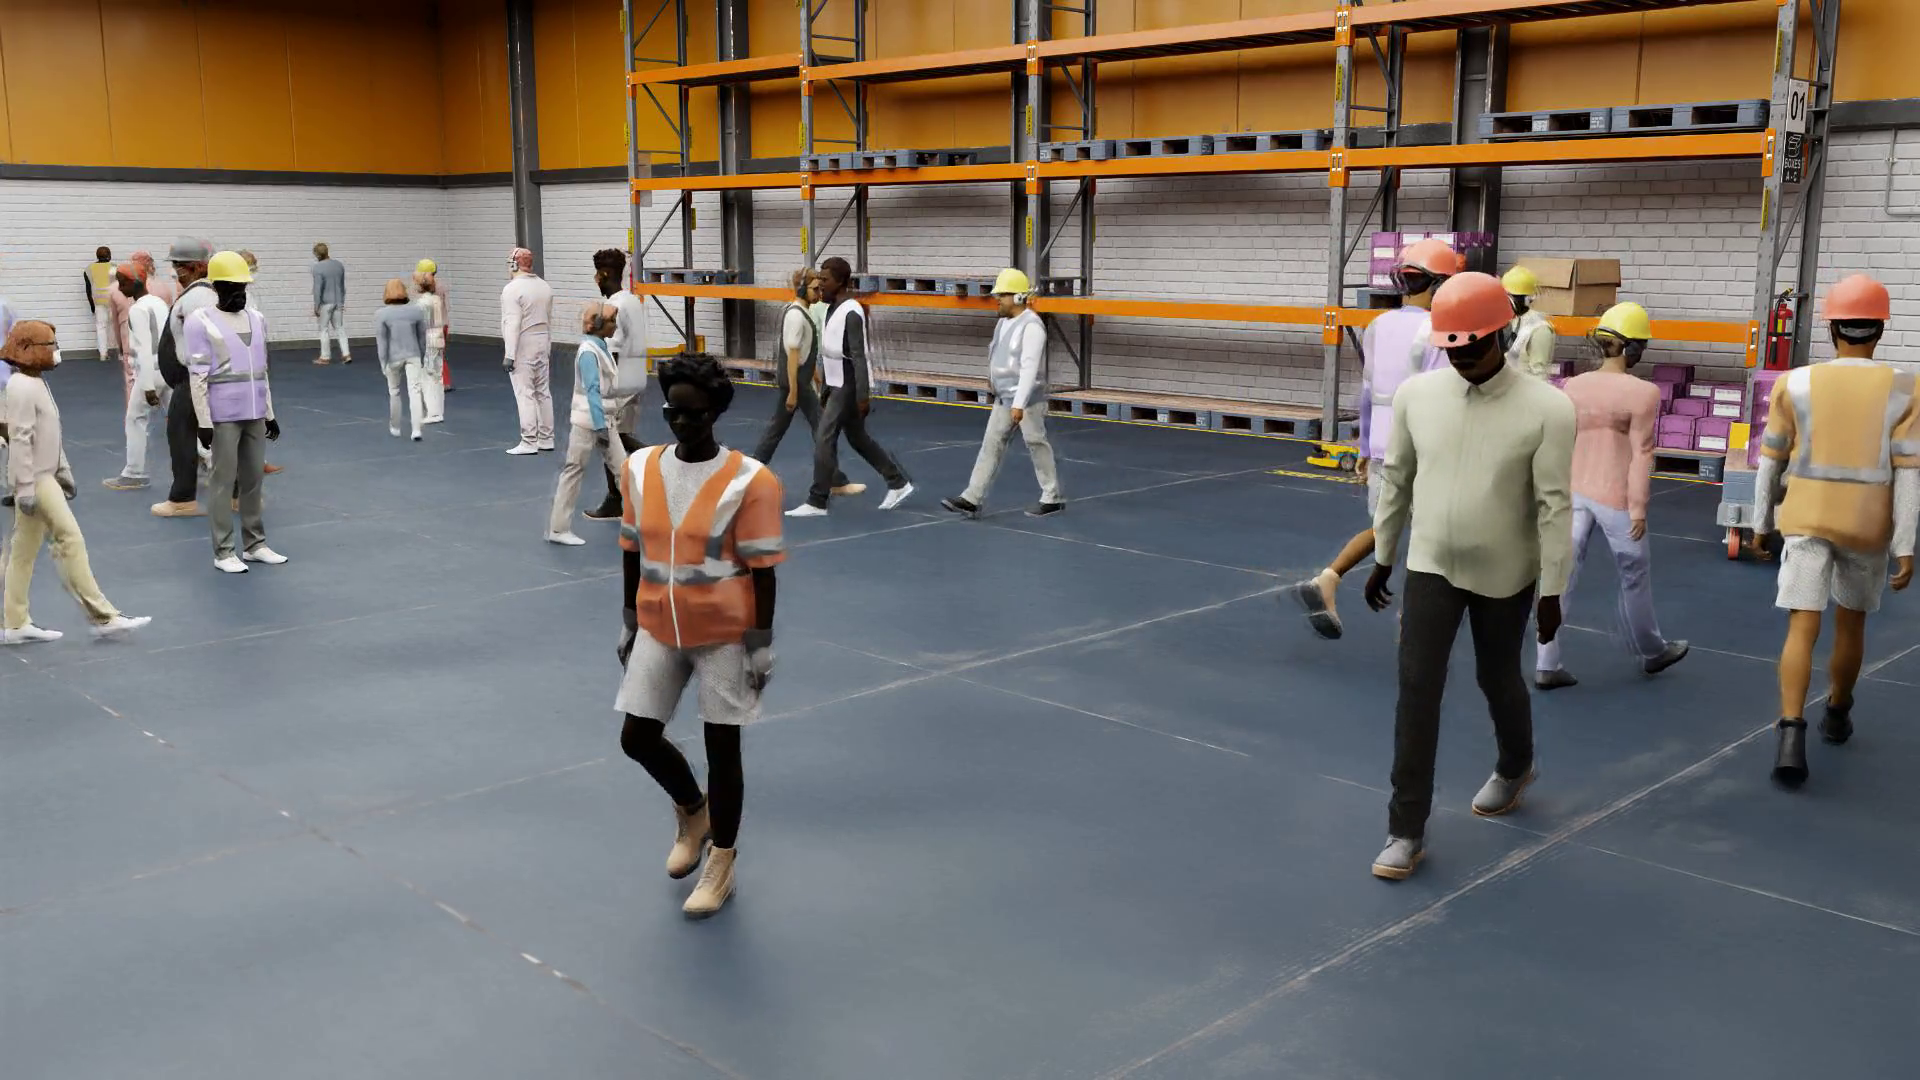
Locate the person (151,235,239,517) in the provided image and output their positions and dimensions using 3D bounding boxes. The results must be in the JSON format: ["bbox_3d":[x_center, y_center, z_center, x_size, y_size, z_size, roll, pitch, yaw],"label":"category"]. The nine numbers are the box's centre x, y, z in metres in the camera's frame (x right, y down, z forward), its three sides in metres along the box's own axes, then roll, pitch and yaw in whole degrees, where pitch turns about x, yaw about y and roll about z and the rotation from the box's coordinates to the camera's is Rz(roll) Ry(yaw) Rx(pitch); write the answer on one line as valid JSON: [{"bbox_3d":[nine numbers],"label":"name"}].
[{"bbox_3d":[-5.558,-1.194,12.054,0.808,2.000,0.682,-1,10,-5],"label":"person"}]

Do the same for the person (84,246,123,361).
[{"bbox_3d":[-13.771,-3.818,26.903,0.625,1.846,0.429,-1,10,-4],"label":"person"}]

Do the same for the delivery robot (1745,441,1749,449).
[{"bbox_3d":[6.389,-0.629,12.772,0.477,0.478,0.707,-3,11,-19],"label":"delivery robot"}]

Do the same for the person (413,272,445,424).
[{"bbox_3d":[-5.713,-2.058,17.927,0.316,1.623,0.553,1,10,4],"label":"person"}]

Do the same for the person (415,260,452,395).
[{"bbox_3d":[-6.669,-2.689,21.095,0.340,1.721,0.598,1,10,5],"label":"person"}]

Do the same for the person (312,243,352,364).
[{"bbox_3d":[-9.899,-3.702,26.155,0.521,1.916,0.693,5,11,24],"label":"person"}]

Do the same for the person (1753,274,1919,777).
[{"bbox_3d":[3.317,-0.060,6.323,0.567,1.888,1.024,6,12,30],"label":"person"}]

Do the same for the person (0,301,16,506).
[{"bbox_3d":[-7.355,-1.187,12.434,0.992,1.880,0.575,4,11,21],"label":"person"}]

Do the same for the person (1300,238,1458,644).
[{"bbox_3d":[2.065,-0.440,8.043,0.765,2.020,0.608,-5,11,-24],"label":"person"}]

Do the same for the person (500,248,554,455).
[{"bbox_3d":[-4.034,-1.743,15.416,0.401,1.906,0.651,4,11,21],"label":"person"}]

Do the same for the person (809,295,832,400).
[{"bbox_3d":[-1.353,-1.962,17.483,0.499,1.588,0.859,-5,12,-26],"label":"person"}]

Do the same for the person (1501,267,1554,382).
[{"bbox_3d":[3.873,-0.987,11.549,0.621,1.813,0.608,-3,11,-18],"label":"person"}]

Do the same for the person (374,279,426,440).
[{"bbox_3d":[-5.552,-1.792,16.562,0.496,1.586,0.869,-5,12,-26],"label":"person"}]

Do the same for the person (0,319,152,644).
[{"bbox_3d":[-4.438,-0.286,8.264,0.752,1.600,0.523,-5,11,-23],"label":"person"}]

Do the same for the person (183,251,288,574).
[{"bbox_3d":[-4.369,-0.773,10.066,0.370,1.925,0.594,4,11,22],"label":"person"}]

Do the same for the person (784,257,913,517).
[{"bbox_3d":[-0.787,-1.115,12.096,0.972,1.881,0.608,-3,11,-18],"label":"person"}]

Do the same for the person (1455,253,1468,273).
[{"bbox_3d":[3.764,-1.238,12.722,0.337,1.882,0.584,1,10,4],"label":"person"}]

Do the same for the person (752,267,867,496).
[{"bbox_3d":[-1.244,-1.193,12.756,0.986,1.789,0.500,-2,11,-12],"label":"person"}]

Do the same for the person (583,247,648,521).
[{"bbox_3d":[-2.351,-1.094,11.779,0.605,1.941,0.623,2,11,11],"label":"person"}]

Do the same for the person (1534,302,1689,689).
[{"bbox_3d":[2.939,-0.198,7.470,0.894,1.715,0.549,-6,12,-30],"label":"person"}]

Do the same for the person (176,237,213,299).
[{"bbox_3d":[-9.059,-2.625,19.987,0.622,1.994,0.385,-6,12,-31],"label":"person"}]

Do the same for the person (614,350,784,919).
[{"bbox_3d":[-0.777,0.279,4.952,0.552,1.687,0.349,4,11,19],"label":"person"}]

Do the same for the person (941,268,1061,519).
[{"bbox_3d":[0.340,-1.019,11.789,0.915,1.779,0.621,-5,11,-24],"label":"person"}]

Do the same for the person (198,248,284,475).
[{"bbox_3d":[-6.059,-1.449,13.791,0.633,1.917,0.664,-3,11,-18],"label":"person"}]

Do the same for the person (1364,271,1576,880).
[{"bbox_3d":[1.688,0.076,5.482,0.690,1.924,1.019,7,12,33],"label":"person"}]

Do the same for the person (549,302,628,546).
[{"bbox_3d":[-2.299,-0.746,10.842,0.884,1.581,0.549,0,10,2],"label":"person"}]

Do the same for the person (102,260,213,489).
[{"bbox_3d":[-6.343,-1.297,13.197,0.966,1.840,0.632,0,10,-1],"label":"person"}]

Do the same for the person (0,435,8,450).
[{"bbox_3d":[-9.299,-1.723,15.598,1.012,1.804,0.498,3,11,14],"label":"person"}]

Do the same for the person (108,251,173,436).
[{"bbox_3d":[-8.235,-1.991,16.886,0.662,1.854,0.976,-1,10,-5],"label":"person"}]

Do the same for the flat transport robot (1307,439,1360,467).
[{"bbox_3d":[3.768,-0.710,14.244,1.431,0.197,0.652,10,14,42],"label":"flat transport robot"}]
